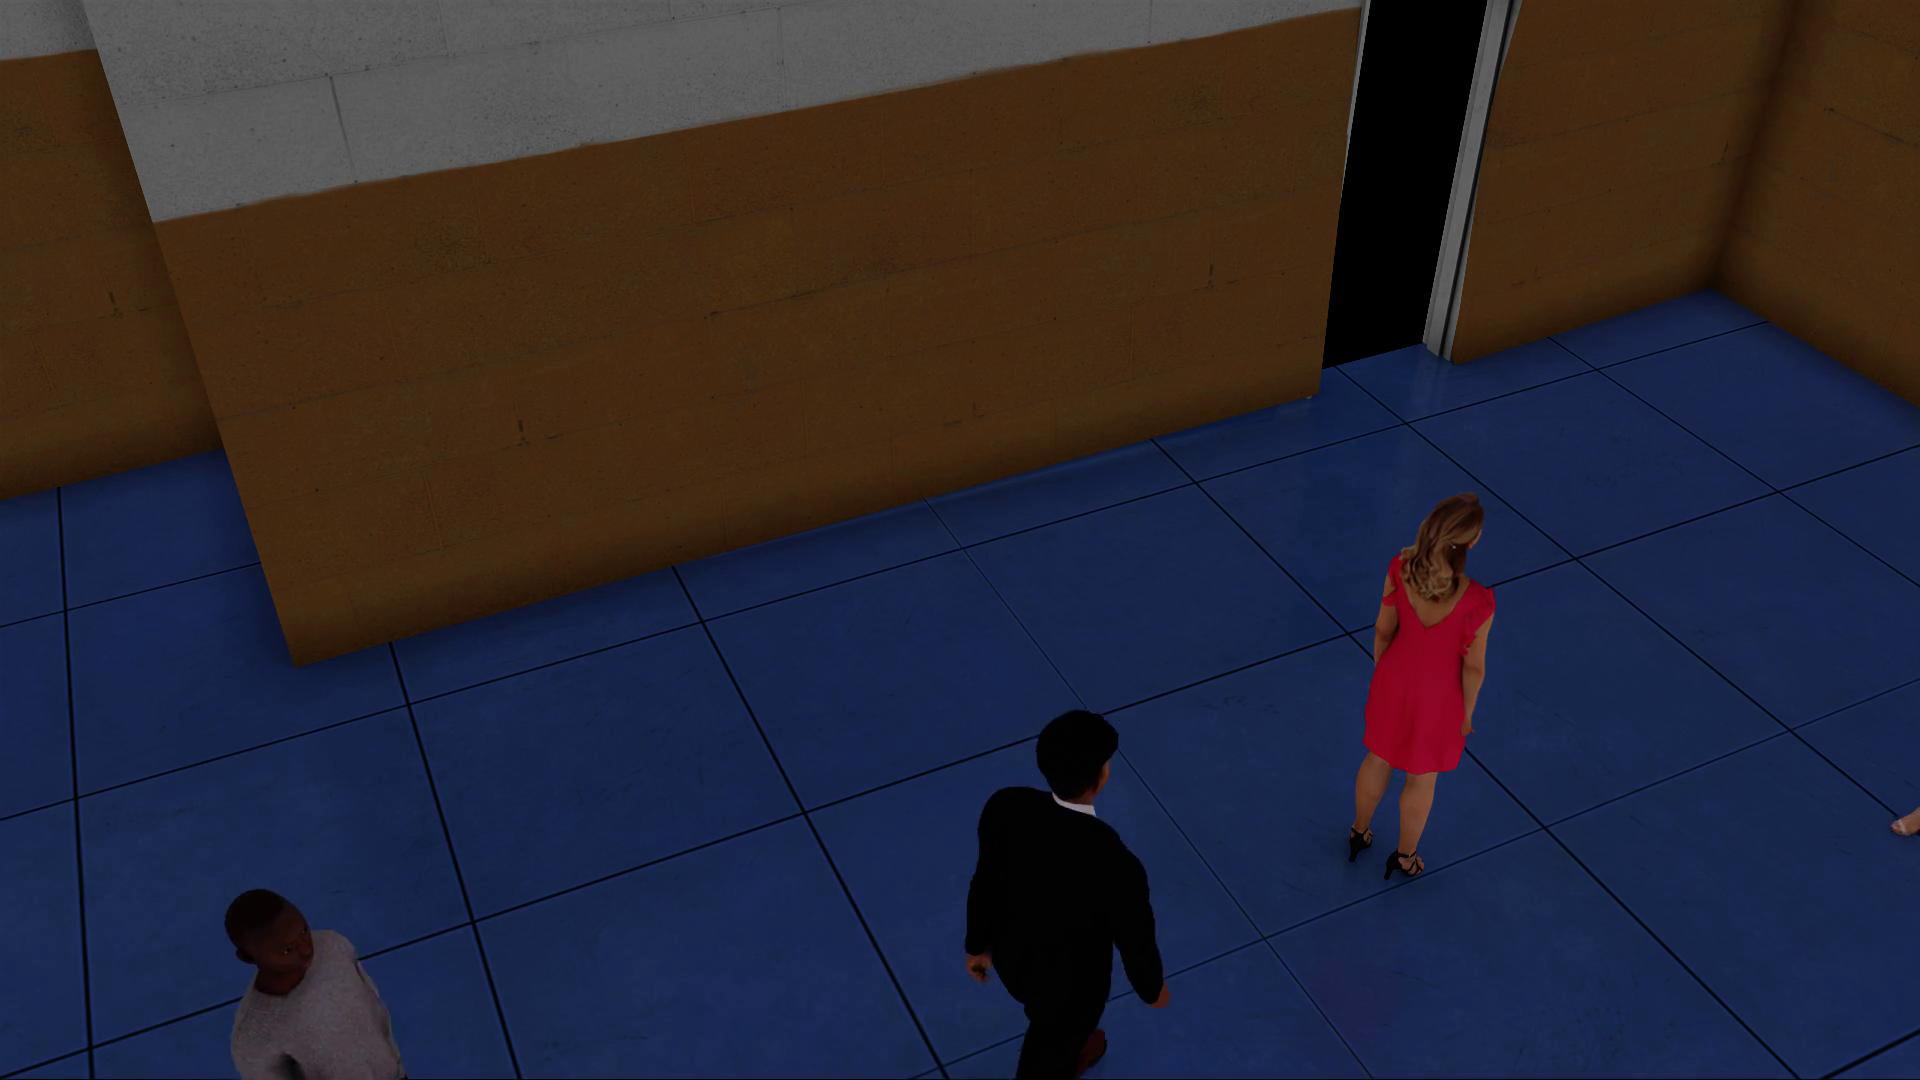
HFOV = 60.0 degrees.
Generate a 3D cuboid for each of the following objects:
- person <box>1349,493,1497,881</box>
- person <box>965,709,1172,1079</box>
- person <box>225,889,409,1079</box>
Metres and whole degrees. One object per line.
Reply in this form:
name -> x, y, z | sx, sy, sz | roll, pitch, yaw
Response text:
person -> 1.656, 0.552, 6.024 | 0.597, 1.728, 0.708 | 28, 45, 32
person -> 0.206, 1.319, 4.902 | 0.971, 1.847, 1.006 | -30, 46, -34
person -> -1.794, 1.584, 4.633 | 1.117, 1.747, 1.122 | 8, 38, 11
